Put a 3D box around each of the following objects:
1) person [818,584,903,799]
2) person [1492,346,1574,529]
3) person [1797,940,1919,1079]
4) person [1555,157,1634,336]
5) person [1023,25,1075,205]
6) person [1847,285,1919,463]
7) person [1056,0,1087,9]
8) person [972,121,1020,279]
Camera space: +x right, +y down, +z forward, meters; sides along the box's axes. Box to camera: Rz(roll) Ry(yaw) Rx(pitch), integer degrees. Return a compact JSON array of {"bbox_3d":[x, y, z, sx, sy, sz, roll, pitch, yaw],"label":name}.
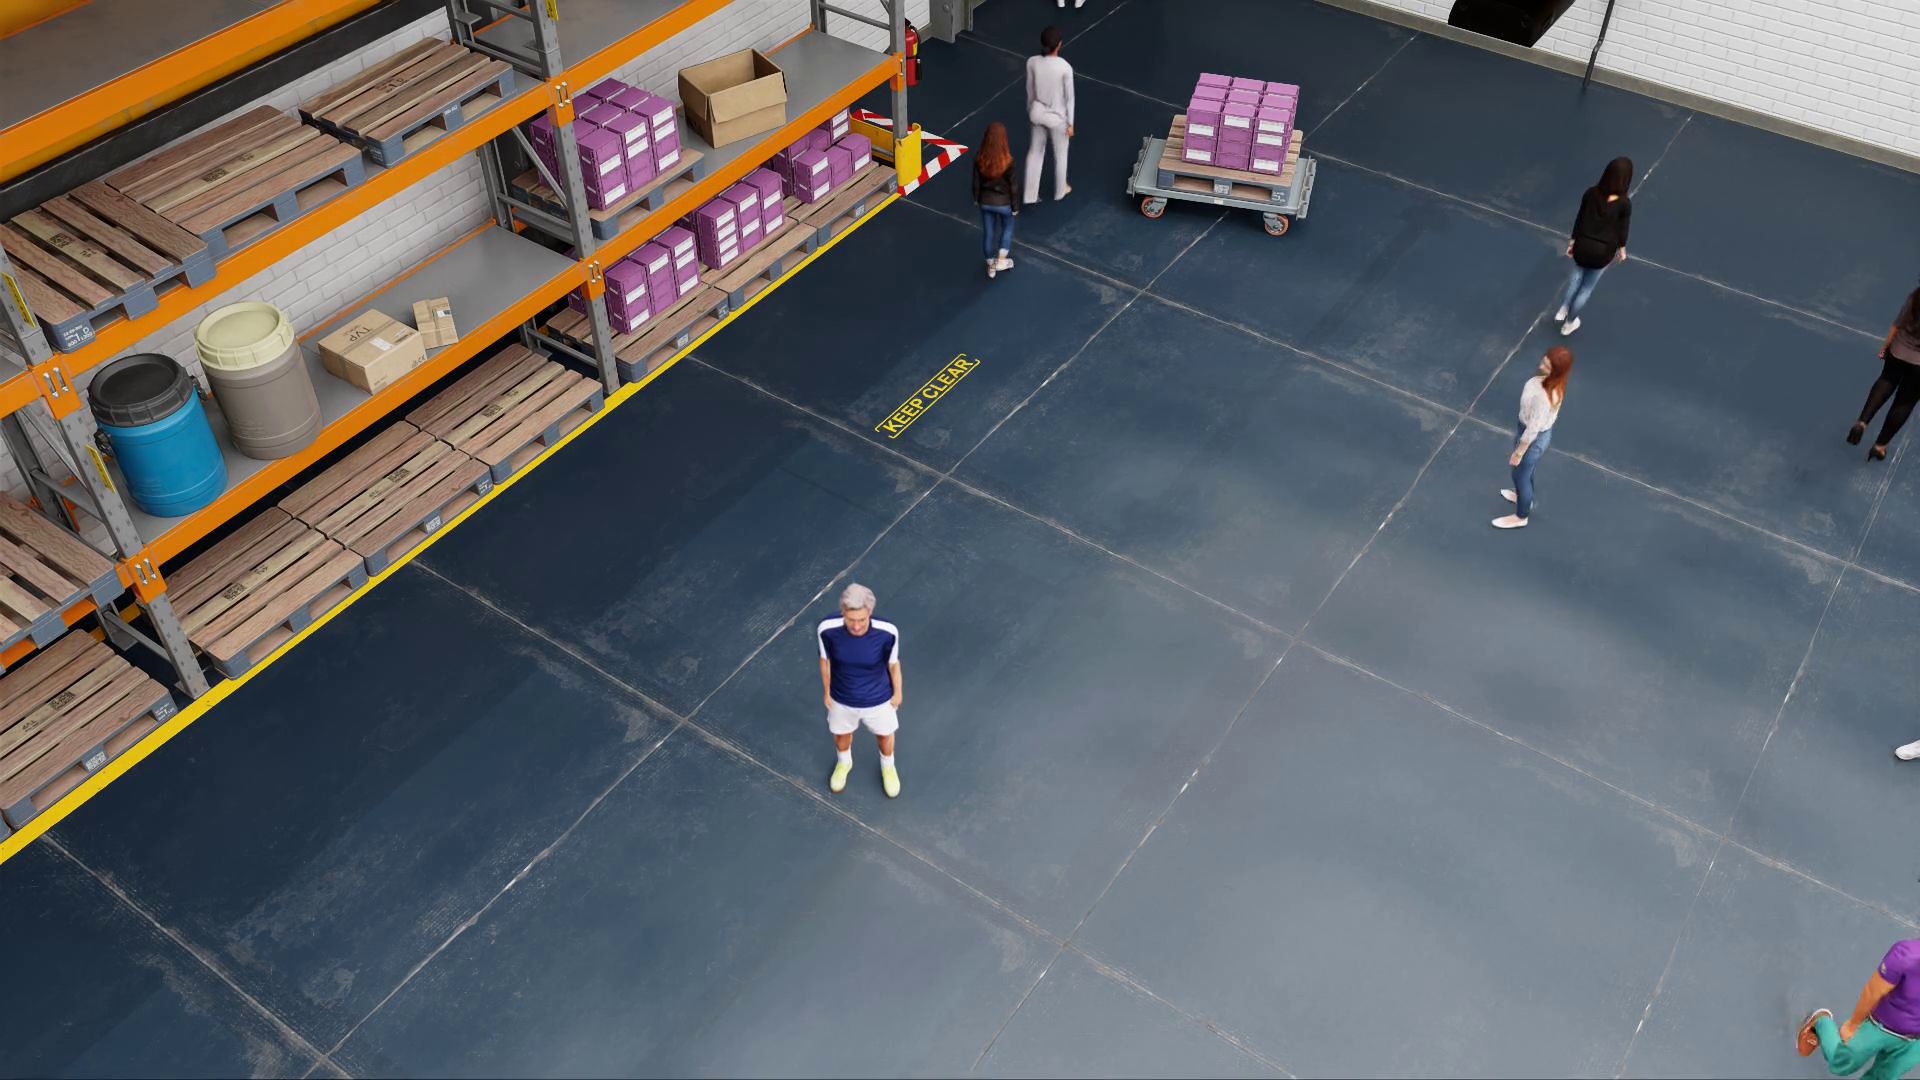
[{"bbox_3d":[-0.602,0.896,10.062,0.739,1.829,0.753,3,44,3],"label":"person"},{"bbox_3d":[4.118,-0.743,11.877,0.809,1.700,0.560,26,49,24],"label":"person"},{"bbox_3d":[4.755,2.407,8.529,0.894,1.756,1.064,6,44,6],"label":"person"},{"bbox_3d":[5.172,-2.368,13.633,0.608,1.628,0.613,-34,53,-31],"label":"person"},{"bbox_3d":[0.783,-3.828,15.077,0.684,1.752,0.840,20,47,20],"label":"person"},{"bbox_3d":[7.032,-1.292,12.359,0.812,1.828,0.776,-26,50,-25],"label":"person"},{"bbox_3d":[1.213,-6.683,18.034,0.715,1.807,0.713,4,44,4],"label":"person"},{"bbox_3d":[0.295,-2.884,14.284,0.652,1.478,0.647,11,45,11],"label":"person"}]
